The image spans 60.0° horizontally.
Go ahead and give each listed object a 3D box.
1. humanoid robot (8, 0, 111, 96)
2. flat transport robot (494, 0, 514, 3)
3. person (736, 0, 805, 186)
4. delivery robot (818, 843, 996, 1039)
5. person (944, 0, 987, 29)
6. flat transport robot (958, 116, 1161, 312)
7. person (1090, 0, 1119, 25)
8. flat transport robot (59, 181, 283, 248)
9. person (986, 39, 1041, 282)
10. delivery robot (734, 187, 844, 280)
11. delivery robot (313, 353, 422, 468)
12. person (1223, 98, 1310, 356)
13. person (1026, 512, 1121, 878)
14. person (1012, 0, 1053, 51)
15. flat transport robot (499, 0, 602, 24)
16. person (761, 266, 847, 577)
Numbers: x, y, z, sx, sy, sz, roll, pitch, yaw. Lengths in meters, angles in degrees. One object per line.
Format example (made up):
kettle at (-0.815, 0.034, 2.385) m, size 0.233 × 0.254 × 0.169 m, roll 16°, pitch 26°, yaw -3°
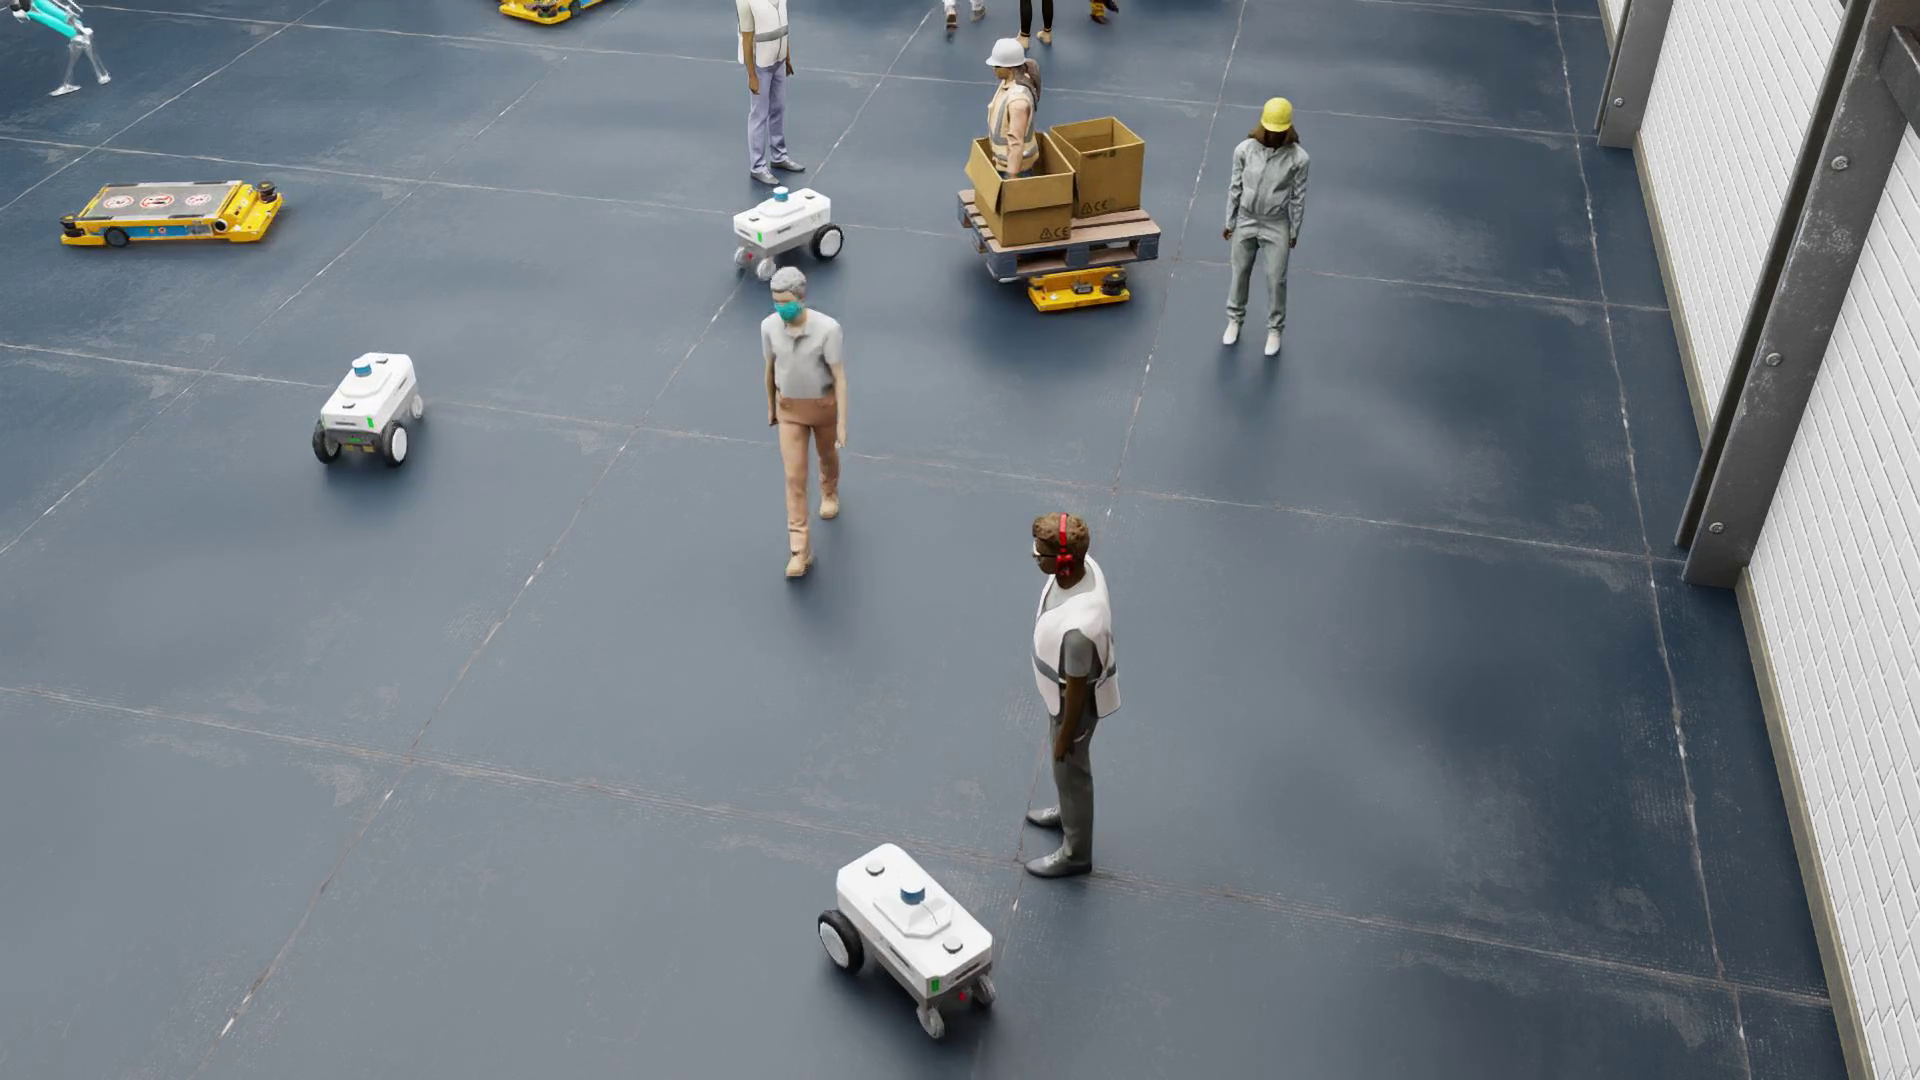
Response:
humanoid robot at (-7.798, -4.669, 14.241) m, size 0.862 × 1.775 × 0.598 m, roll -3°, pitch 37°, yaw -4°
flat transport robot at (-4.698, -5.727, 16.882) m, size 1.431 × 0.231 × 0.659 m, roll 24°, pitch 43°, yaw 28°
person at (-1.494, -3.668, 12.820) m, size 0.396 × 1.838 × 0.558 m, roll 18°, pitch 40°, yaw 23°
delivery robot at (-0.198, 1.598, 6.831) m, size 0.499 × 0.581 × 0.768 m, roll -26°, pitch 44°, yaw -30°
person at (0.066, -5.729, 15.555) m, size 0.599 × 1.858 × 0.802 m, roll 7°, pitch 37°, yaw 9°
flat transport robot at (0.678, -2.083, 12.006) m, size 0.659 × 0.231 × 1.431 m, roll -9°, pitch 38°, yaw -12°
person at (1.412, -5.729, 15.658) m, size 0.383 × 1.742 × 0.561 m, roll 26°, pitch 44°, yaw 30°
flat transport robot at (-5.919, -2.452, 12.500) m, size 1.431 × 0.231 × 0.659 m, roll -2°, pitch 37°, yaw -3°
person at (0.361, -2.632, 11.532) m, size 0.379 × 1.719 × 0.484 m, roll -5°, pitch 37°, yaw -7°
delivery robot at (-1.247, -2.255, 12.013) m, size 0.791 × 0.614 × 0.499 m, roll -30°, pitch 46°, yaw -34°
delivery robot at (-3.567, -0.818, 10.068) m, size 0.499 × 0.587 × 0.788 m, roll 4°, pitch 37°, yaw 5°
person at (1.949, -2.018, 10.696) m, size 0.491 × 1.738 × 0.332 m, roll 13°, pitch 39°, yaw 16°
person at (0.480, 0.657, 7.036) m, size 0.390 × 1.834 × 0.567 m, roll 0°, pitch 37°, yaw 0°
person at (0.670, -5.335, 15.162) m, size 0.531 × 1.699 × 0.320 m, roll -19°, pitch 41°, yaw -23°
flat transport robot at (-3.841, -5.459, 16.524) m, size 0.659 × 0.231 × 1.431 m, roll 20°, pitch 41°, yaw 25°
person at (-0.824, -0.699, 8.963) m, size 0.466 × 1.691 × 0.897 m, roll 2°, pitch 37°, yaw 3°
